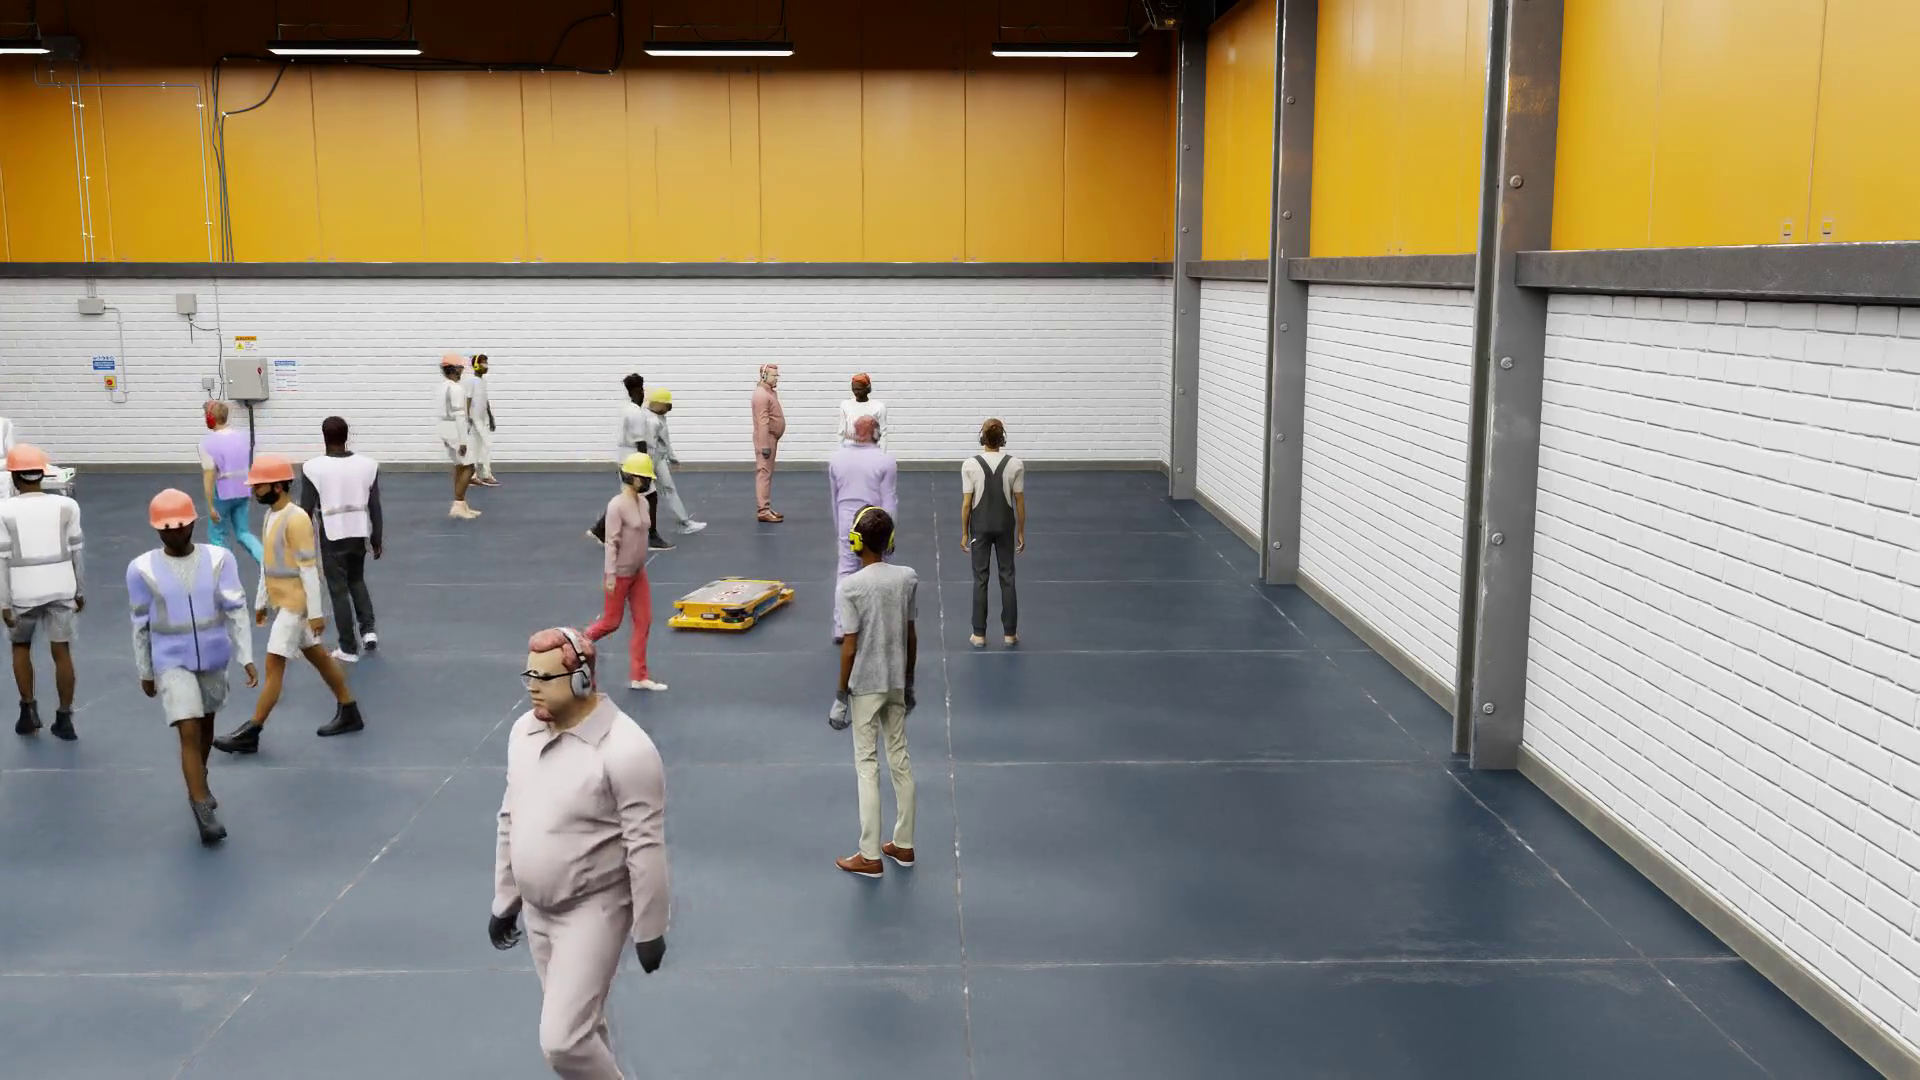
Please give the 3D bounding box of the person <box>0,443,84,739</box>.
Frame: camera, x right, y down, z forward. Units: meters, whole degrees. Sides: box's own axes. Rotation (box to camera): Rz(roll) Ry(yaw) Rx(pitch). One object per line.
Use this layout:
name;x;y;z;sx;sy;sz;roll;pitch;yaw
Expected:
person;-5.965;0.333;10.784;0.548;1.915;0.615;-7;12;-38

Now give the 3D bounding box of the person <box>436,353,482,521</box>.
person;-6.073;-1.240;20.155;0.444;2.003;0.639;-7;12;-36

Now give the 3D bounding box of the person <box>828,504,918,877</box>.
person;-0.429;0.751;8.337;0.517;1.874;0.327;-8;12;-40

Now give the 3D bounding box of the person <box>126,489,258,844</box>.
person;-4.160;0.645;9.005;0.557;1.882;1.033;-7;11;-35

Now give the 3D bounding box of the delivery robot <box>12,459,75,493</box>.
delivery robot;-11.971;-0.820;21.706;0.707;0.478;0.477;-2;9;-13

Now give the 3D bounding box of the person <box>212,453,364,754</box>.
person;-4.290;0.387;10.552;1.008;1.881;0.573;-7;12;-37

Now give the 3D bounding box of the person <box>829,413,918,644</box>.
person;-0.734;-0.113;13.686;0.660;1.855;0.955;4;10;25

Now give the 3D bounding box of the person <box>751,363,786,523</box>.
person;-2.297;-1.170;20.024;0.400;1.905;0.643;0;9;-1

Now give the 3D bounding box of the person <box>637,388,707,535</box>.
person;-3.367;-0.877;18.865;0.910;1.679;0.484;-2;9;-10

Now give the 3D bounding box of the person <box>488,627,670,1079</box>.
person;-1.283;1.213;5.434;0.659;1.887;0.447;8;12;41

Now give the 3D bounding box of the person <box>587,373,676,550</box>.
person;-3.561;-0.825;17.876;0.872;1.930;0.650;-4;10;-22

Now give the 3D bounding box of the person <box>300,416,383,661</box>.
person;-4.797;-0.006;12.903;0.452;1.904;0.608;9;13;42

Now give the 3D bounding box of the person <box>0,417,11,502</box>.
person;-9.785;-0.596;16.638;0.834;1.850;0.579;7;11;35

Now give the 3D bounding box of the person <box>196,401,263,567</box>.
person;-6.761;-0.389;15.472;0.718;1.825;0.585;5;10;26

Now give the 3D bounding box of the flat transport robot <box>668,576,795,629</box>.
flat transport robot;-1.976;0.539;14.532;0.652;0.197;1.431;2;10;13

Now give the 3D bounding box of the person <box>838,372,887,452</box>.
person;-1.097;-0.924;18.559;0.572;1.887;0.356;3;10;17

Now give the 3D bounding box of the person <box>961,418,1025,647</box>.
person;0.265;-0.057;13.372;0.515;1.843;0.325;-1;9;-4

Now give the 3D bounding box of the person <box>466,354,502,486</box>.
person;-6.621;-1.660;23.189;0.715;1.843;0.561;1;9;6

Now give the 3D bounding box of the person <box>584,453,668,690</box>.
person;-2.492;0.225;12.013;0.746;1.729;0.558;3;10;18
